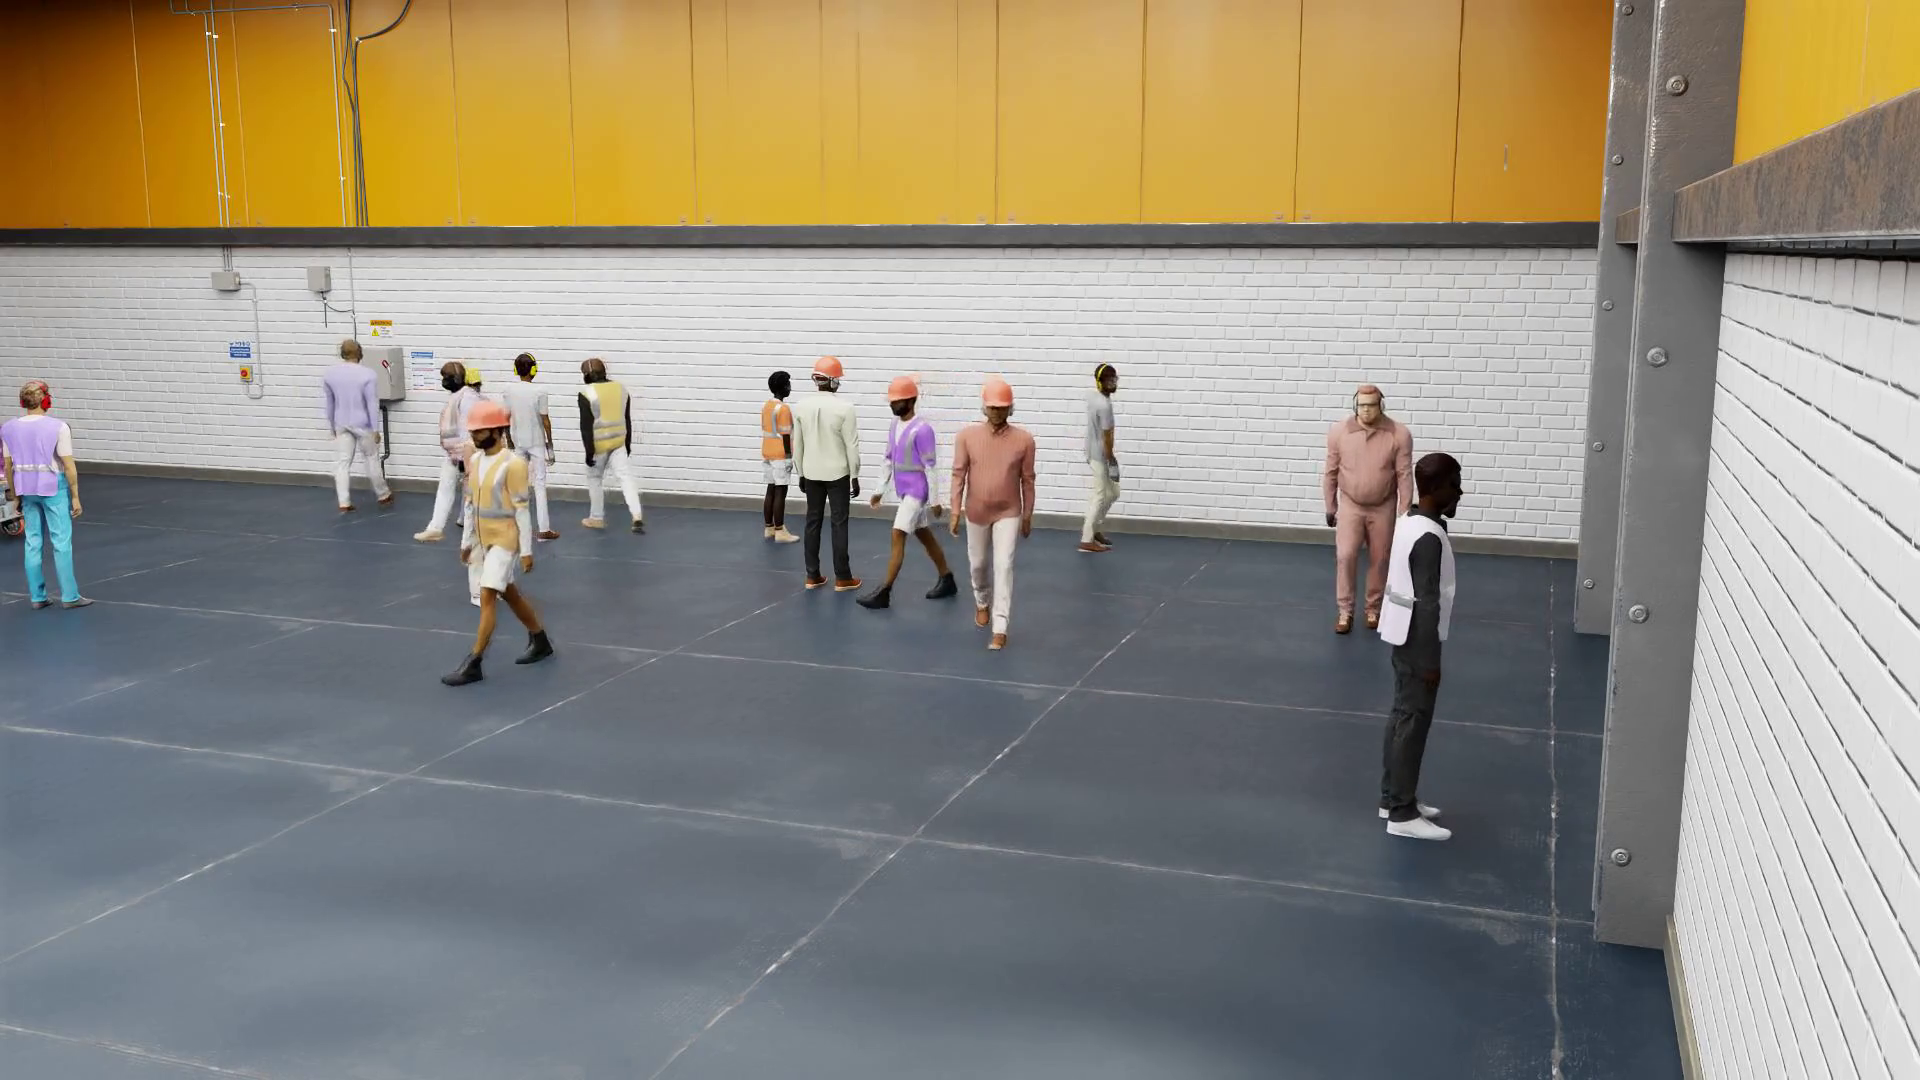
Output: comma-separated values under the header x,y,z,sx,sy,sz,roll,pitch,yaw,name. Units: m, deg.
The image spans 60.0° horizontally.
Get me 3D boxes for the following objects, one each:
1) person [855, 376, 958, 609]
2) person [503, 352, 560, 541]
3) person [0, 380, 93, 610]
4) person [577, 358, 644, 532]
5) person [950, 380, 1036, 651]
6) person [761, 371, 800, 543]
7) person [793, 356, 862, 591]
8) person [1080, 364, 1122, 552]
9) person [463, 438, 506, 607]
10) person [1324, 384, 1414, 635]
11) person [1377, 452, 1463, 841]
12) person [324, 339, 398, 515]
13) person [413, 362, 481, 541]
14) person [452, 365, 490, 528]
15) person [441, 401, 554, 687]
x,y,z,sx,sy,sz,roll,pitch,yaw,name
-0.396,-0.398,13.526,0.989,1.884,0.545,-5,11,-26,person
-4.252,-0.918,16.472,0.513,1.872,0.328,2,10,11,person
-7.330,-0.346,13.304,0.564,1.850,0.390,0,10,2,person
-3.581,-0.966,16.958,0.649,1.793,0.941,-10,14,-44,person
0.249,-0.226,12.360,0.624,1.962,0.979,1,10,4,person
-1.783,-0.822,16.419,0.317,1.695,0.540,-5,11,-28,person
-1.115,-0.561,14.109,0.620,1.994,0.381,5,11,24,person
1.342,-0.767,15.753,0.413,1.823,0.628,1,10,4,person
-3.834,-0.279,13.519,0.312,1.639,0.518,3,11,18,person
3.074,-0.227,12.534,0.667,1.880,0.721,3,10,14,person
2.272,0.515,8.271,0.372,1.915,0.596,1,10,7,person
-6.593,-1.253,18.283,0.656,1.899,0.905,2,10,9,person
-4.919,-0.880,16.523,0.977,1.788,0.629,-7,12,-34,person
-4.949,-0.895,16.730,0.594,1.736,0.601,4,11,24,person
-3.156,-0.010,11.320,0.559,1.890,0.969,9,14,42,person
